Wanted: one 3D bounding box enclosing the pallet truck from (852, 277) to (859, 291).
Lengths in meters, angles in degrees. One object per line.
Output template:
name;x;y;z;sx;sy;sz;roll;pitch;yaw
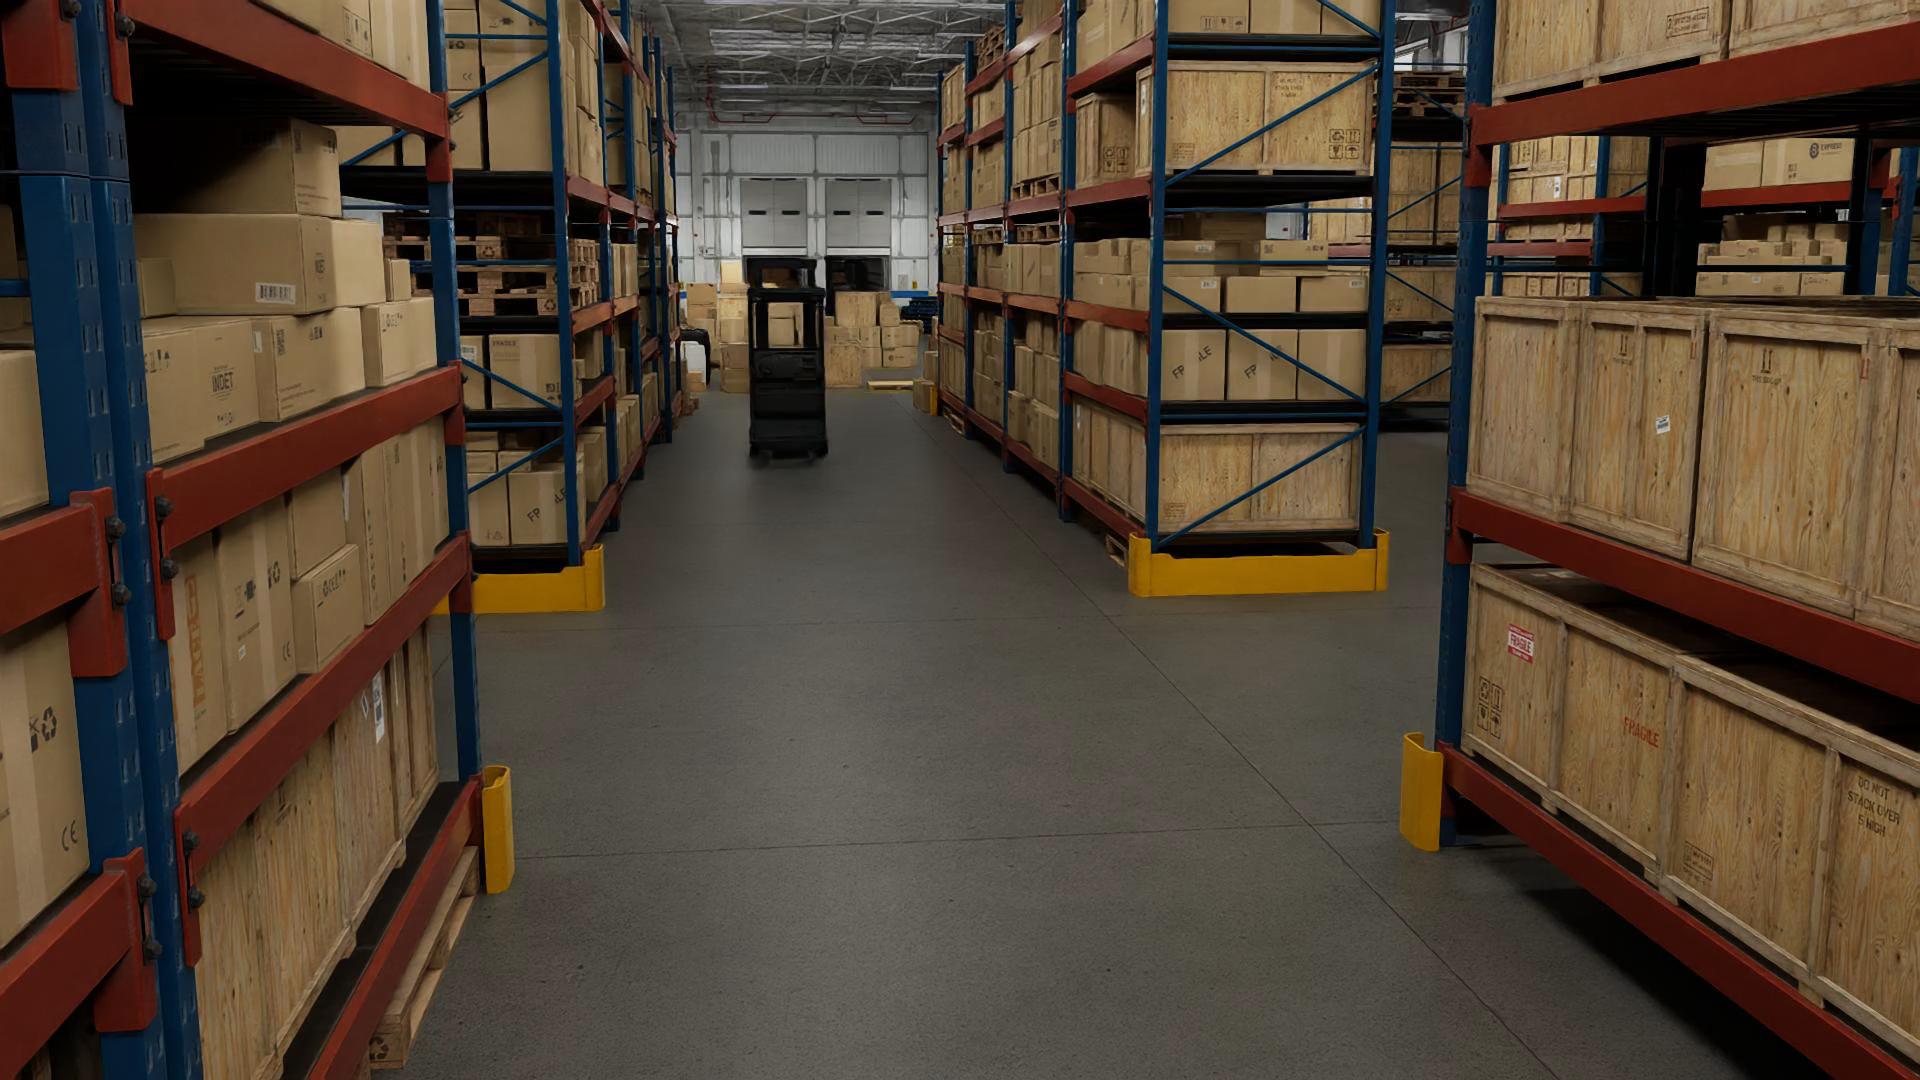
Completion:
pallet truck;-3.782;-9.391;65.808;1.885;1.965;0.823;2;10;10

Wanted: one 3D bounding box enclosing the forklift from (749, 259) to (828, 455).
forklift;-2.555;-2.728;24.447;1.129;2.768;1.873;-1;10;-7

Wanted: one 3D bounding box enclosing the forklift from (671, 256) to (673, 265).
forklift;-11.044;-9.144;61.803;1.129;2.768;1.873;-1;10;-7

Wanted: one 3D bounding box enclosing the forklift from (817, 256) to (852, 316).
forklift;-4.171;-8.359;57.229;1.129;2.768;1.873;-7;12;-35
